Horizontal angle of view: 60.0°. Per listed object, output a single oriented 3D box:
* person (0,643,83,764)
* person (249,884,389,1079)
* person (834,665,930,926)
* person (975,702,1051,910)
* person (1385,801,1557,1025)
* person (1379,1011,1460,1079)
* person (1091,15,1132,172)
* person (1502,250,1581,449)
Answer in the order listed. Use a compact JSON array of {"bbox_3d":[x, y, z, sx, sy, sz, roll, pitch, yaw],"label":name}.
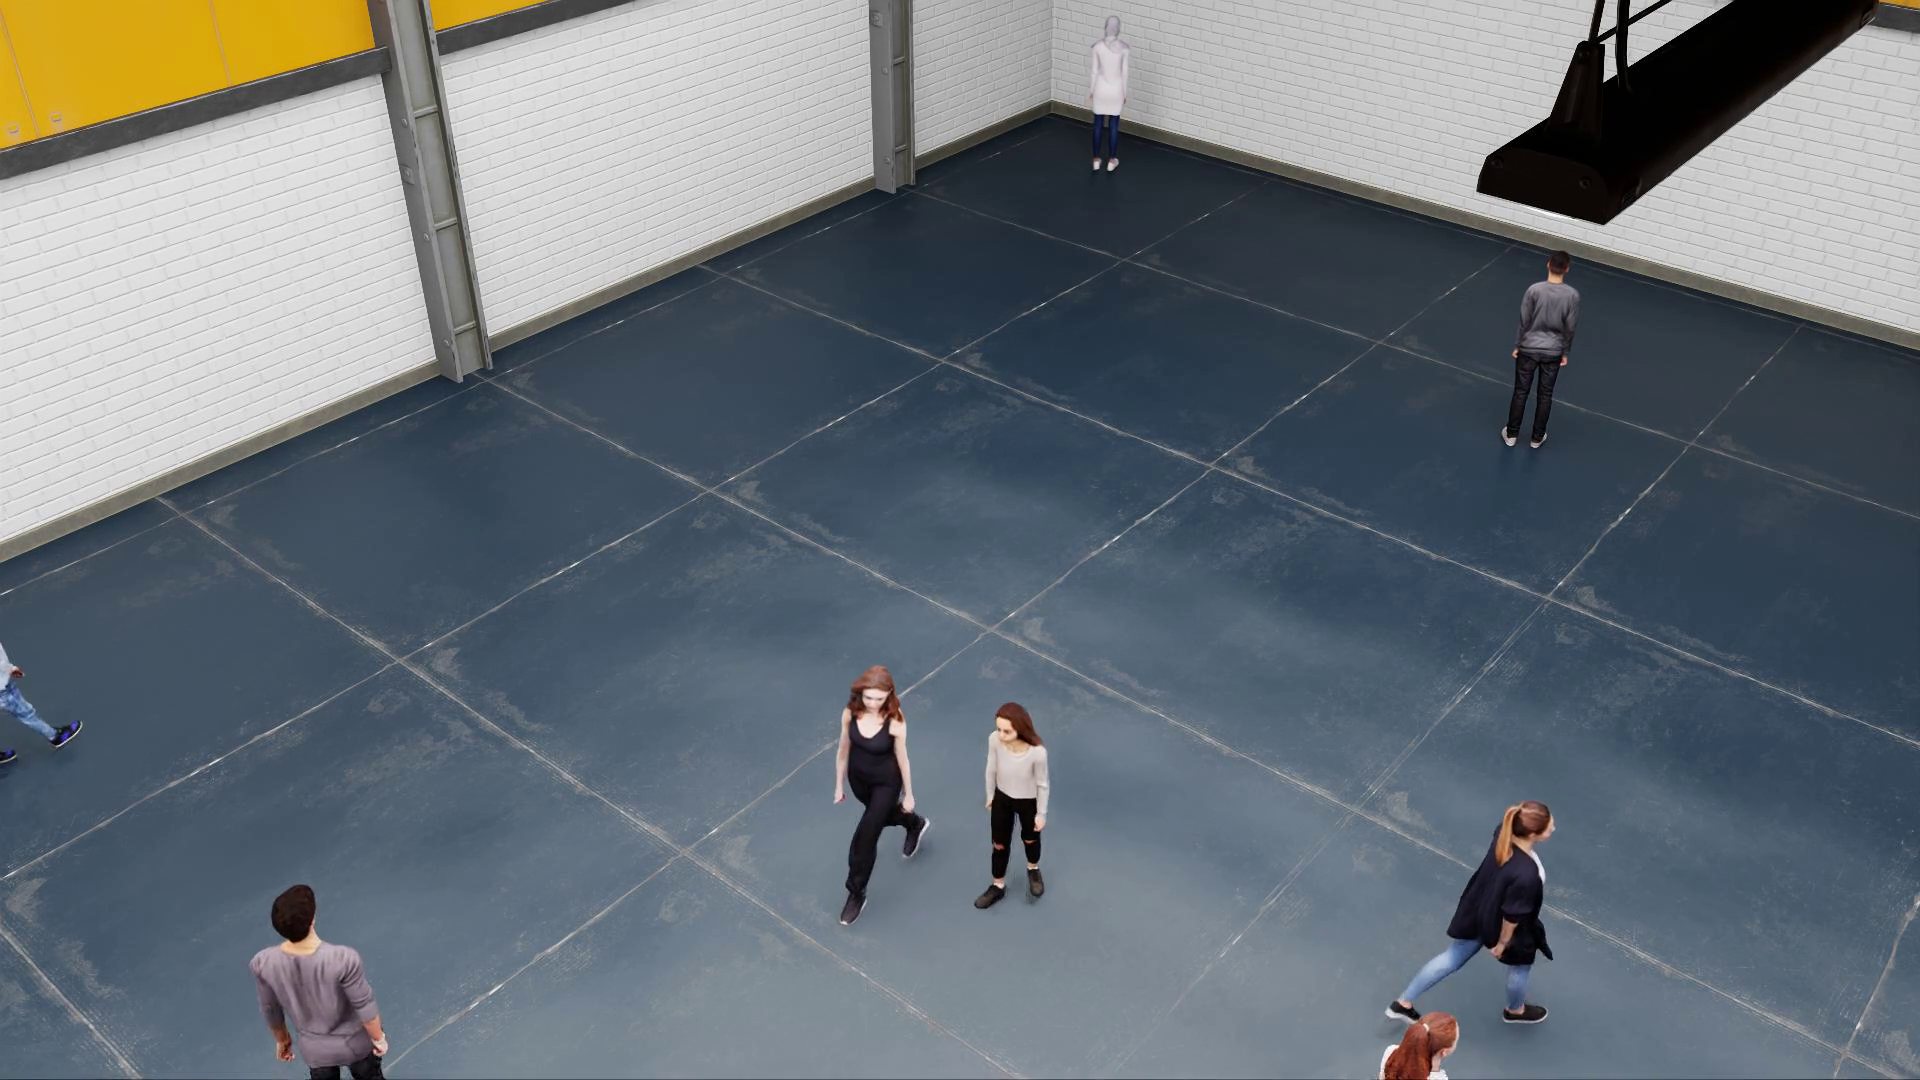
[{"bbox_3d":[-6.248,0.953,10.613,0.859,1.228,0.540,-28,43,-36],"label":"person"},{"bbox_3d":[-2.998,2.402,7.885,1.011,1.833,1.099,0,34,1],"label":"person"},{"bbox_3d":[-0.431,1.348,9.593,0.795,1.698,1.179,17,37,24],"label":"person"},{"bbox_3d":[0.363,1.477,9.606,0.653,1.470,0.751,9,35,14],"label":"person"},{"bbox_3d":[2.704,1.994,8.672,1.204,1.643,1.108,-6,34,-8],"label":"person"},{"bbox_3d":[1.914,2.783,7.415,1.104,1.720,0.829,-17,37,-23],"label":"person"},{"bbox_3d":[1.731,-5.199,19.376,0.694,1.772,0.699,7,34,11],"label":"person"},{"bbox_3d":[4.879,-1.599,13.971,0.692,1.760,0.669,9,35,13],"label":"person"}]
